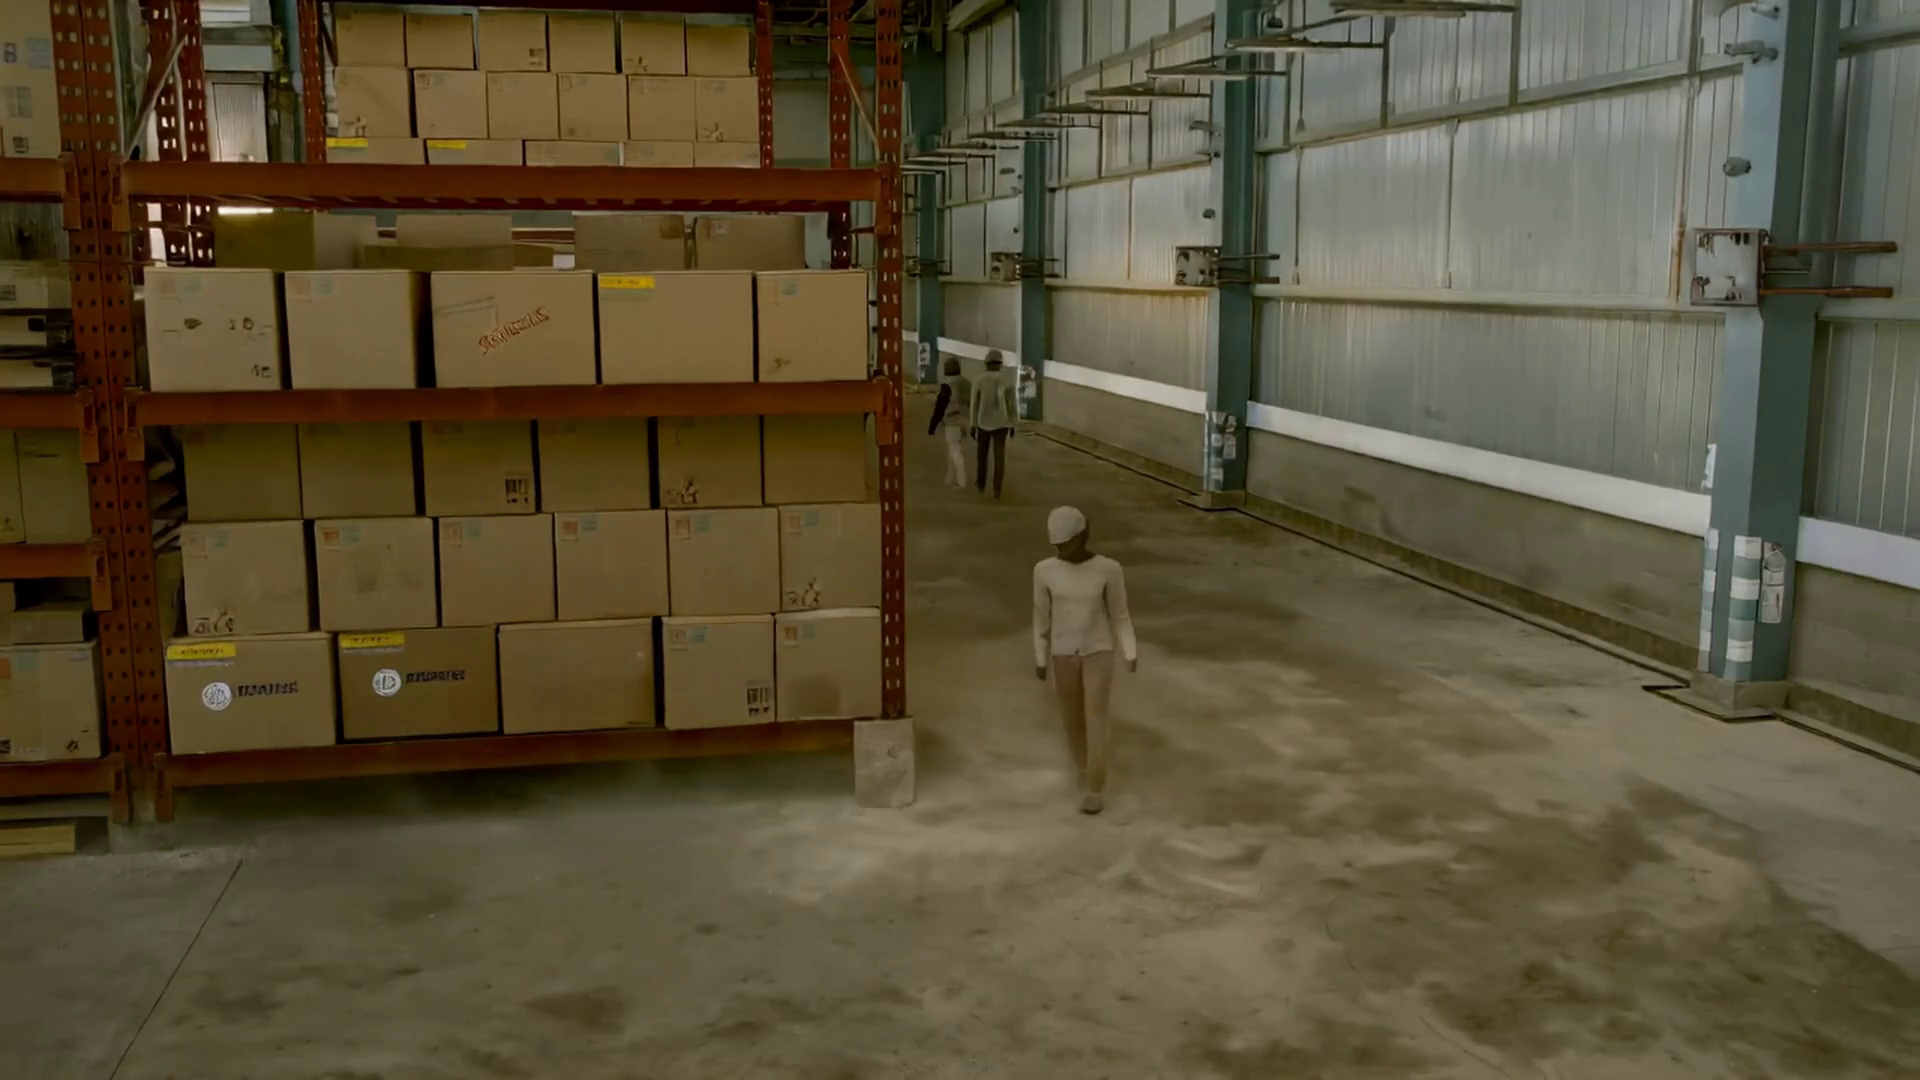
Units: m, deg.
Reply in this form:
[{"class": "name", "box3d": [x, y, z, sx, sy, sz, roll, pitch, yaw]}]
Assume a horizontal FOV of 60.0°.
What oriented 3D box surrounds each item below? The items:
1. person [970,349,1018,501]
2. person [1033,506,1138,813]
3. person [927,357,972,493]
[{"class": "person", "box3d": [0.430, -1.528, 21.886, 0.653, 1.959, 0.857, -1, 9, -8]}, {"class": "person", "box3d": [0.700, 0.654, 9.394, 0.594, 1.699, 0.838, 2, 9, 11]}, {"class": "person", "box3d": [-0.153, -1.559, 22.530, 0.761, 1.811, 0.648, 6, 11, 35]}]
